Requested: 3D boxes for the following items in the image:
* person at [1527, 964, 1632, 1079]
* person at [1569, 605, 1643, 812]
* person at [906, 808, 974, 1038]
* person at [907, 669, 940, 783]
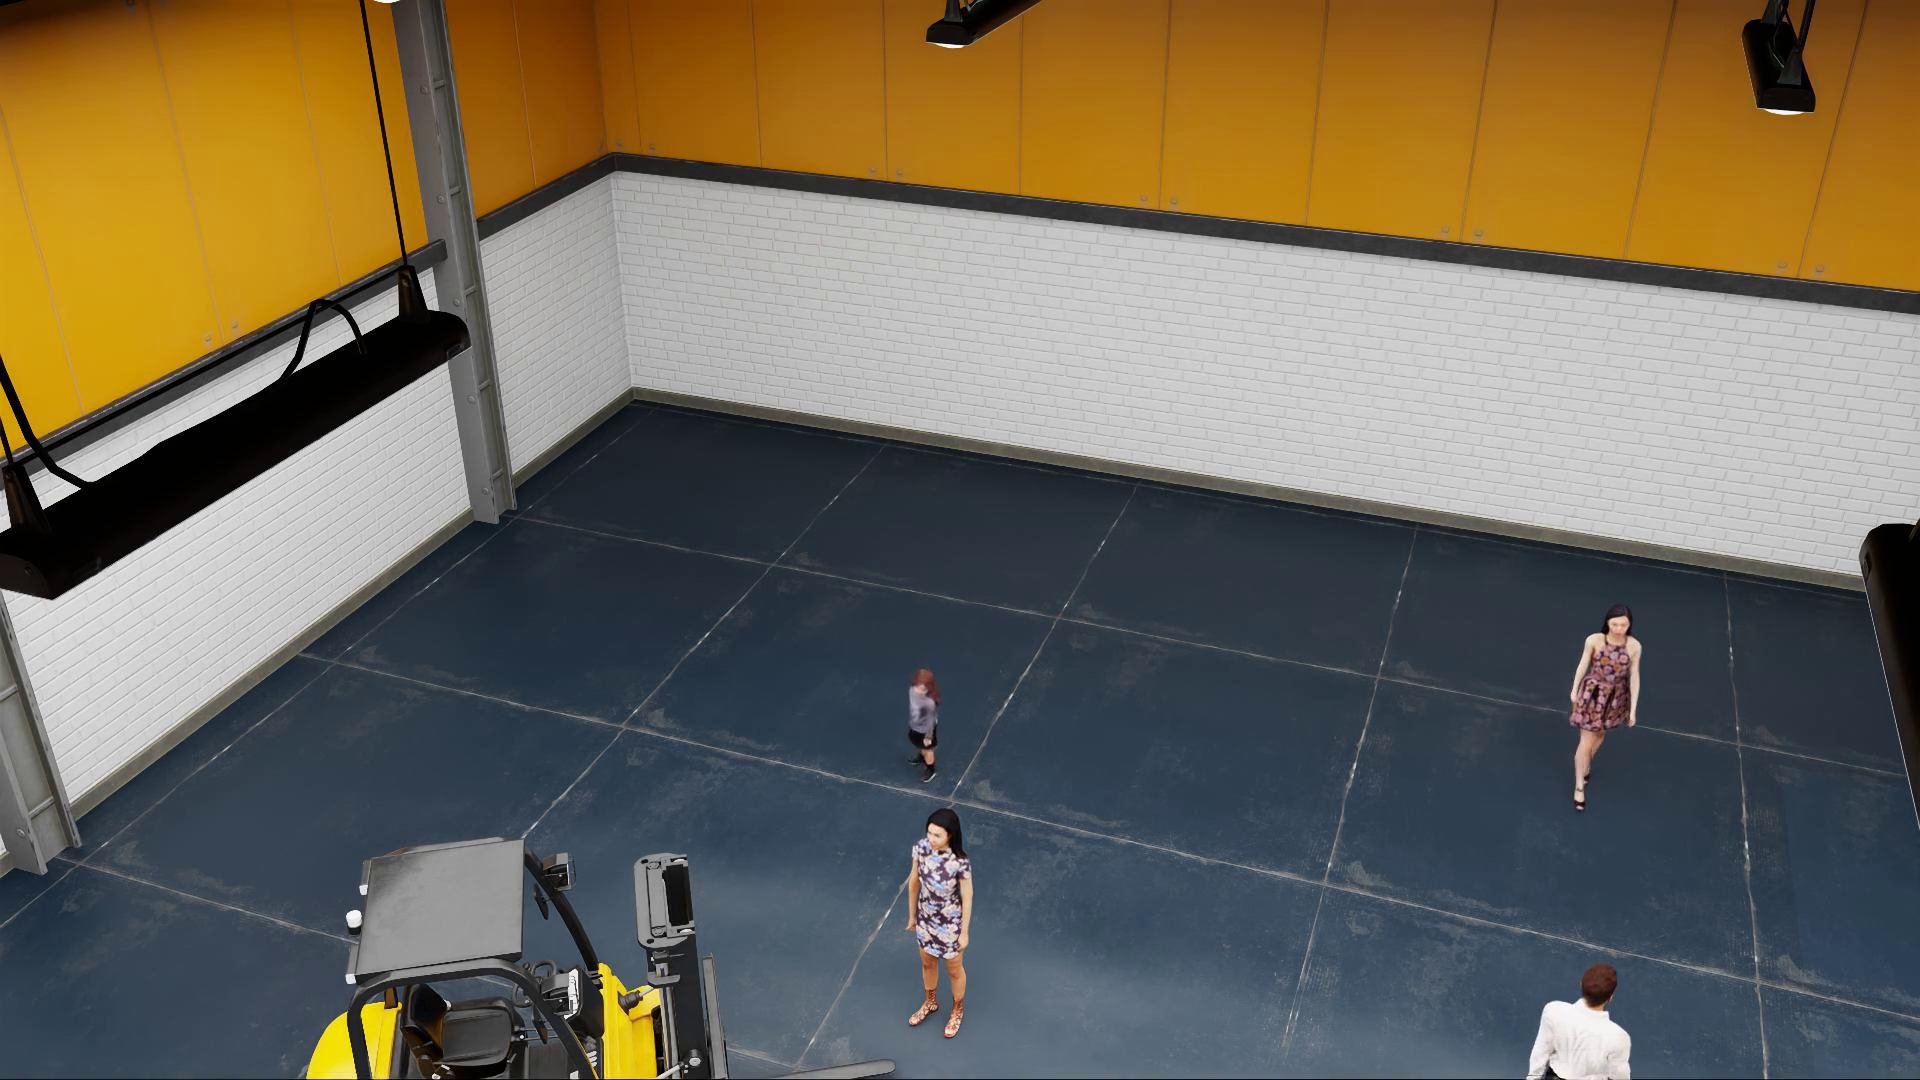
[{"bbox_3d":[3.430,3.214,9.395,1.006,1.824,1.313,23,36,36],"label":"person"},{"bbox_3d":[5.058,1.225,13.119,0.710,1.748,0.908,4,29,7],"label":"person"},{"bbox_3d":[-0.119,2.478,10.839,0.617,1.733,0.556,14,32,24],"label":"person"},{"bbox_3d":[-0.285,1.461,13.383,0.655,1.081,0.627,-10,30,-18],"label":"person"}]
